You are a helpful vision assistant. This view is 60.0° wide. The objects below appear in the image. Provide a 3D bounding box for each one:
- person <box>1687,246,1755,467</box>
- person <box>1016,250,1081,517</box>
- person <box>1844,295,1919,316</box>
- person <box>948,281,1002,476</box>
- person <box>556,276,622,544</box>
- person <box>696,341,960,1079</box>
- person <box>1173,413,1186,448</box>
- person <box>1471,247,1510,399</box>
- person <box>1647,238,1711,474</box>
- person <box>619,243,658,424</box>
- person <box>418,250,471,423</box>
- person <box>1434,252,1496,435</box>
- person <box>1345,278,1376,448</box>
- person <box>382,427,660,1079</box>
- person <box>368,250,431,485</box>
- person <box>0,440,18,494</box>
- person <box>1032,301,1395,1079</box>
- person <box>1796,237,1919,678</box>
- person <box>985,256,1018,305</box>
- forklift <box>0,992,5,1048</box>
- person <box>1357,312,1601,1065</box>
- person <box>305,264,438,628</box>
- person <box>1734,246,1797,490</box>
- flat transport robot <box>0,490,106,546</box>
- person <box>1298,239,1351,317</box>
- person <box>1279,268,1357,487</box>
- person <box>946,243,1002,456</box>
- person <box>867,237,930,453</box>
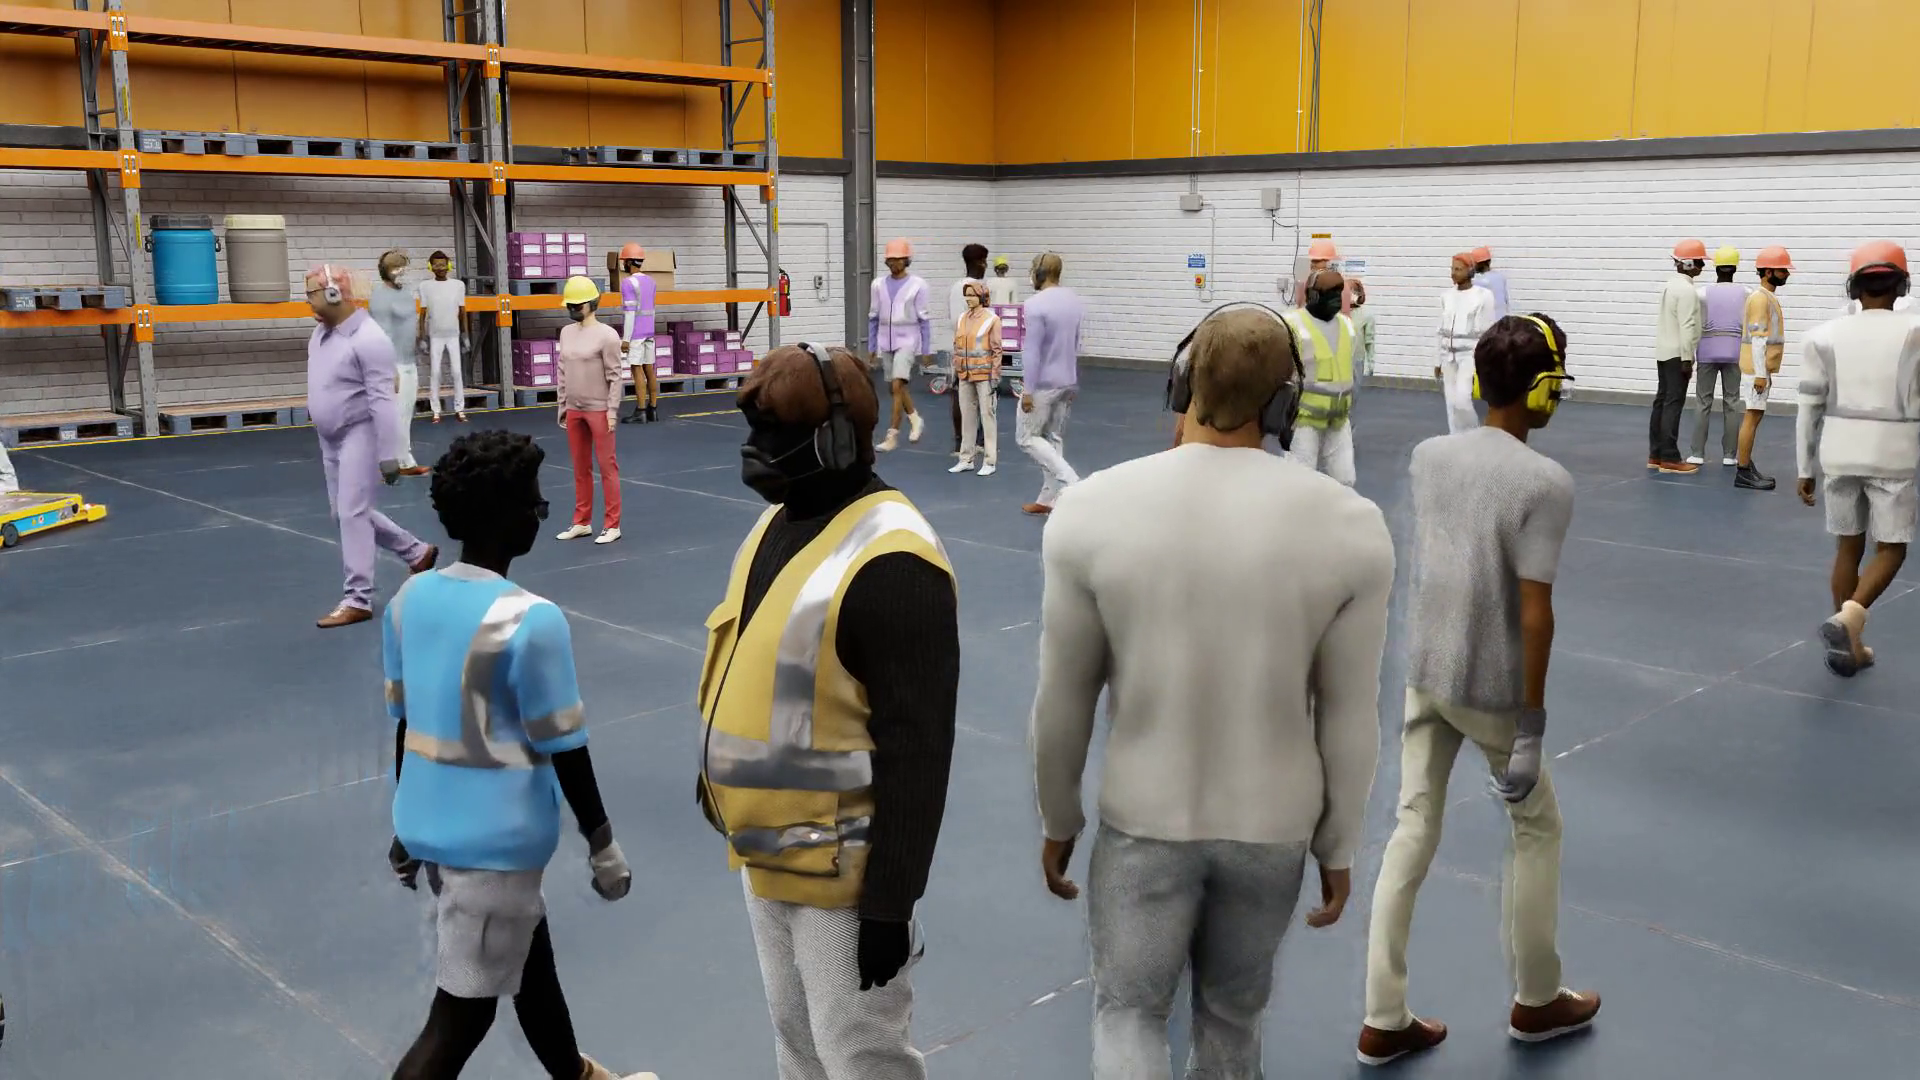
[{"bbox_3d":[6.666,-1.604,14.594,0.587,1.930,0.361,3,11,18],"label":"person"},{"bbox_3d":[0.669,-1.084,11.783,0.520,1.920,0.645,7,12,32],"label":"person"},{"bbox_3d":[6.997,-1.216,12.669,0.478,1.856,0.637,-6,12,-28],"label":"person"},{"bbox_3d":[0.141,-1.364,14.074,0.514,1.642,0.310,9,14,41],"label":"person"},{"bbox_3d":[-2.455,-0.850,10.951,0.523,1.760,0.328,6,12,30],"label":"person"},{"bbox_3d":[-0.254,0.566,3.006,0.429,1.841,0.634,-5,12,-27],"label":"person"},{"bbox_3d":[0.703,0.361,4.833,0.895,1.587,0.523,-7,13,-35],"label":"person"},{"bbox_3d":[6.402,-2.619,20.274,0.821,1.876,0.548,9,14,40],"label":"person"},{"bbox_3d":[6.161,-1.575,14.254,0.392,1.995,0.612,1,10,7],"label":"person"},{"bbox_3d":[-3.483,-2.219,17.922,0.364,1.939,0.542,4,11,21],"label":"person"},{"bbox_3d":[-5.580,-2.191,18.010,0.531,1.855,0.328,-4,11,-23],"label":"person"},{"bbox_3d":[4.361,-1.562,14.511,0.407,1.870,0.598,-7,13,-34],"label":"person"},{"bbox_3d":[3.704,-1.684,15.867,0.519,1.617,0.344,1,10,4],"label":"person"},{"bbox_3d":[-0.975,0.596,3.370,0.534,1.646,0.898,9,14,42],"label":"person"},{"bbox_3d":[-4.612,-1.417,13.678,0.375,1.902,0.732,1,10,4],"label":"person"},{"bbox_3d":[-7.726,-1.146,12.715,0.502,1.692,0.895,9,14,40],"label":"person"},{"bbox_3d":[0.449,0.538,2.978,0.639,1.911,0.694,1,10,3],"label":"person"},{"bbox_3d":[4.080,-0.348,7.512,0.630,2.017,0.688,10,14,43],"label":"person"},{"bbox_3d":[0.600,-3.258,24.166,0.525,1.725,0.890,-5,11,-24],"label":"person"},{"bbox_3d":[-3.245,0.323,3.363,2.313,2.155,1.214,2,11,13],"label":"forklift"},{"bbox_3d":[1.315,0.373,4.099,0.815,1.830,0.539,-7,13,-35],"label":"person"},{"bbox_3d":[-3.154,-0.521,8.831,0.680,1.878,0.734,10,14,43],"label":"person"},{"bbox_3d":[6.443,-1.376,13.332,0.361,1.938,0.545,5,12,28],"label":"person"},{"bbox_3d":[-6.456,-0.140,11.138,0.652,0.197,1.431,1,10,5],"label":"flat transport robot"},{"bbox_3d":[3.263,-1.727,15.107,0.441,1.984,0.638,-7,13,-34],"label":"person"},{"bbox_3d":[2.137,-0.722,10.069,0.642,1.831,0.463,-6,12,-30],"label":"person"},{"bbox_3d":[0.177,-1.739,15.272,0.612,1.945,0.647,-8,13,-38],"label":"person"},{"bbox_3d":[-0.554,-1.868,15.811,0.612,2.013,0.980,5,12,27],"label":"person"}]
